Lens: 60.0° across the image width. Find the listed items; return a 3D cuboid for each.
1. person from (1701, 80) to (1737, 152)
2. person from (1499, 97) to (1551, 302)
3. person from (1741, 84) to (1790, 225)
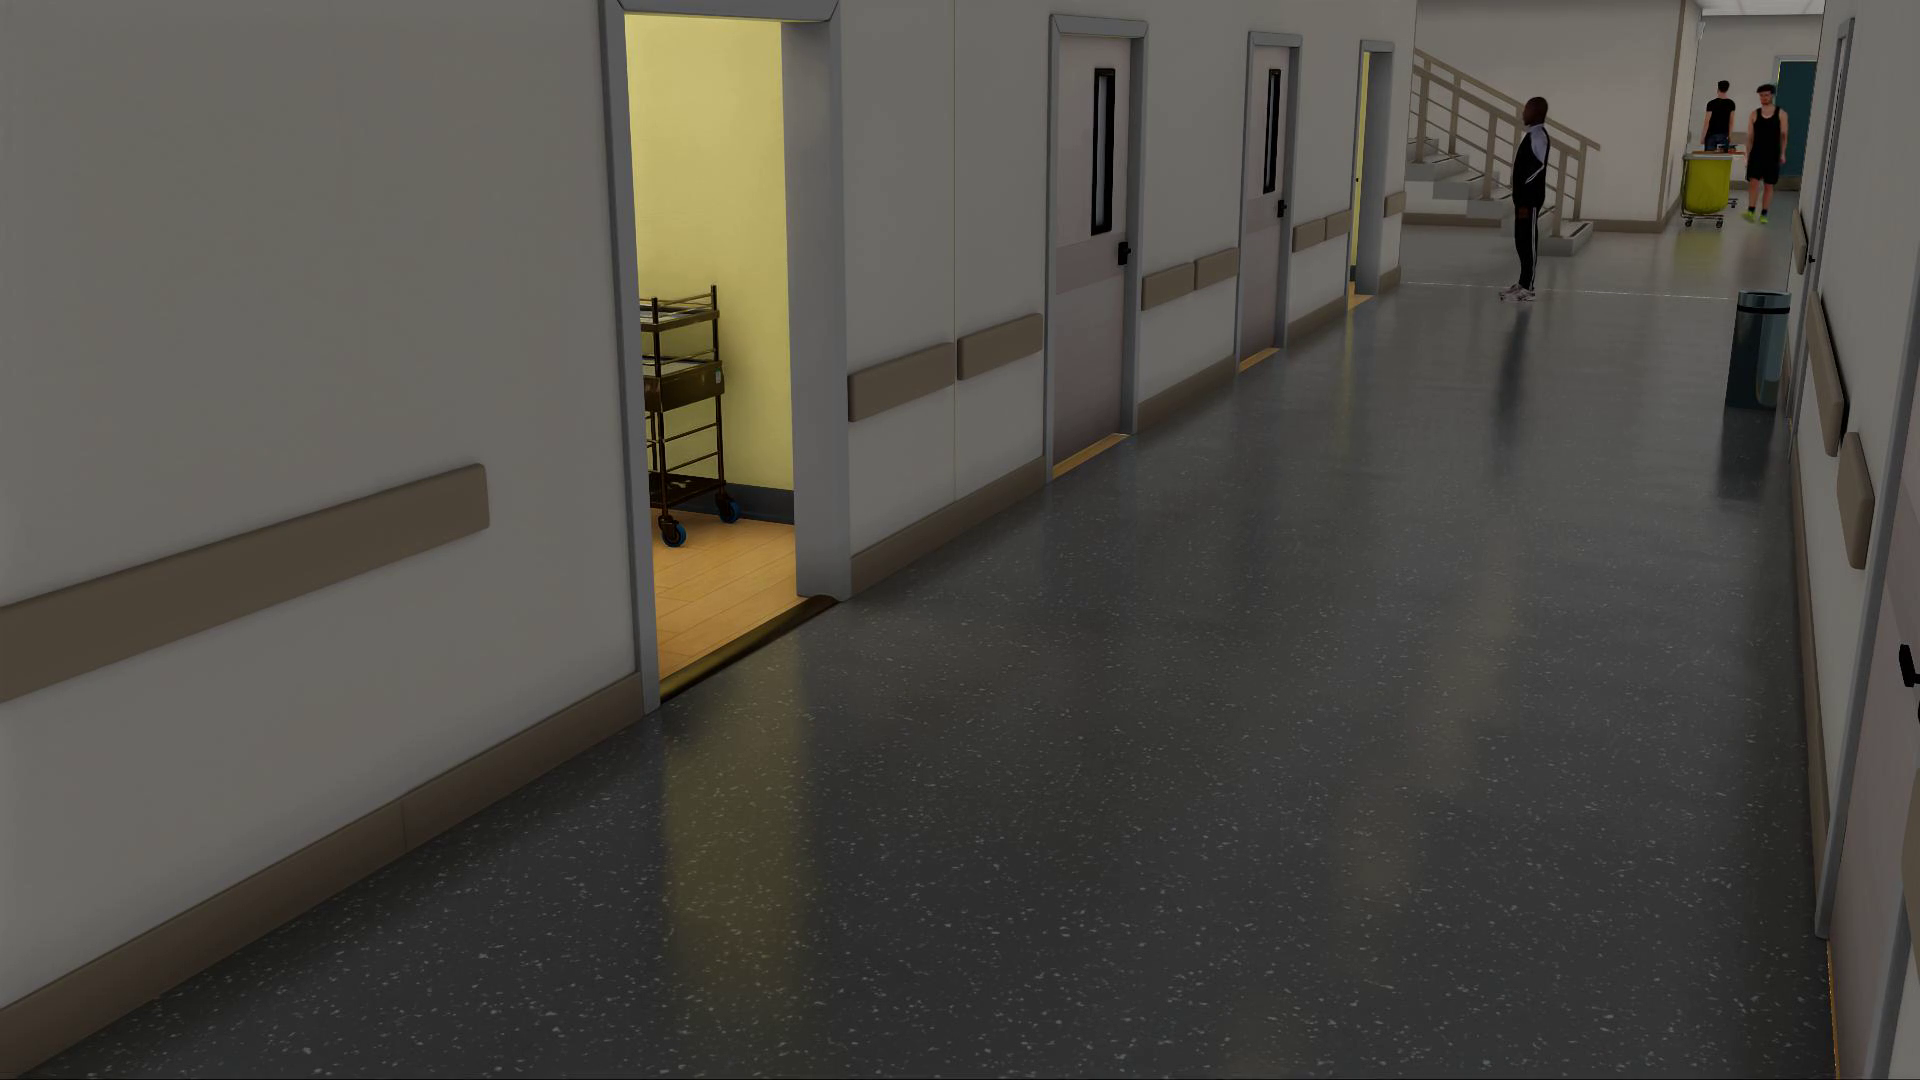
[{"bbox_3d":[13.183,-7.023,28.947,0.636,1.894,0.791,0,16,0],"label":"person"},{"bbox_3d":[5.244,-3.141,15.292,0.598,1.830,0.687,5,16,16],"label":"person"},{"bbox_3d":[10.877,-5.151,22.414,1.124,1.835,0.831,8,18,27],"label":"person"}]
